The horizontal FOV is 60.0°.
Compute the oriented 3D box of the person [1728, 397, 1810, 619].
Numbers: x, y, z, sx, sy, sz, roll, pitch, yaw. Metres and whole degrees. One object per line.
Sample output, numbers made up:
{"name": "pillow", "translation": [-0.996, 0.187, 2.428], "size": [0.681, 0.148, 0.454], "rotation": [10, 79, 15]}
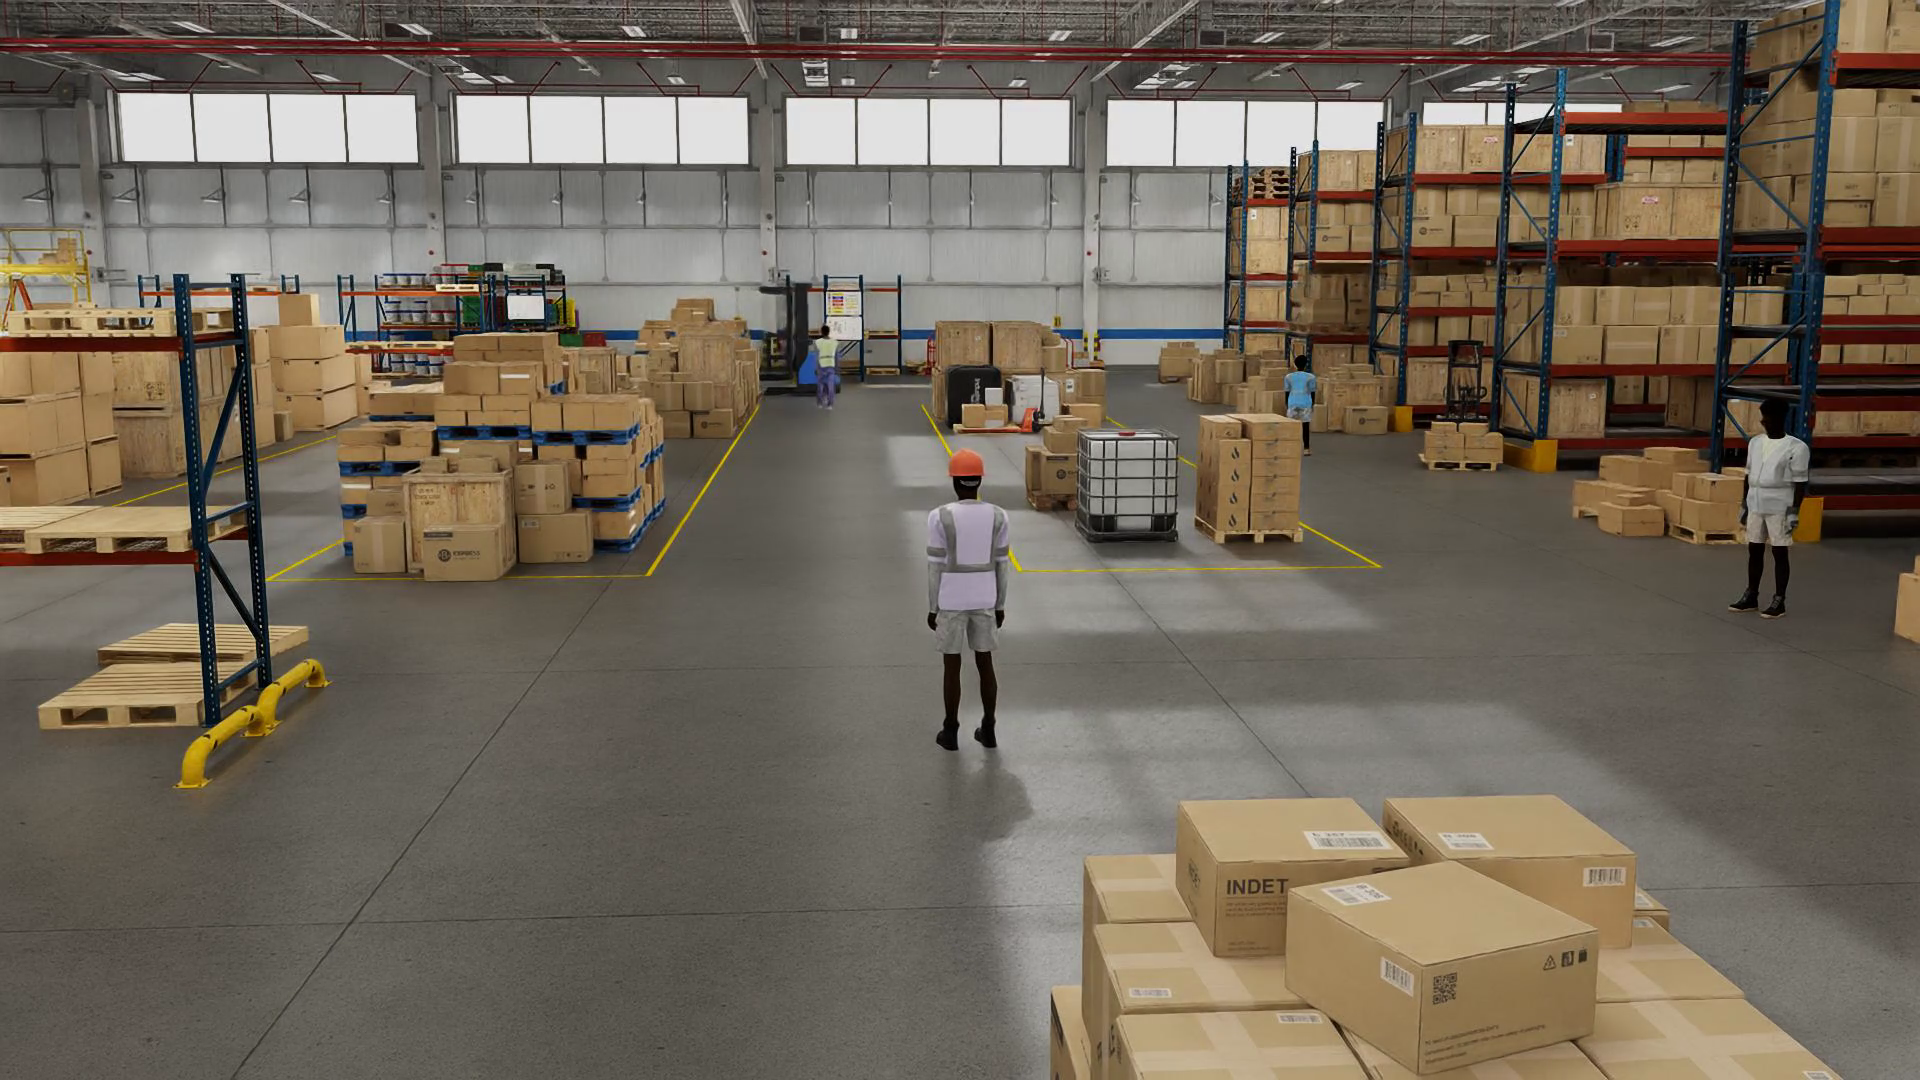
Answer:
{"name": "person", "translation": [7.163, -0.286, 14.711], "size": [0.374, 1.959, 0.603], "rotation": [-4, 10, -26]}

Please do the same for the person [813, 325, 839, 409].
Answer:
{"name": "person", "translation": [-3.068, -3.918, 37.722], "size": [0.619, 1.881, 0.921], "rotation": [-4, 10, -22]}

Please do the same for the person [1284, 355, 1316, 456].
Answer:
{"name": "person", "translation": [5.692, -2.246, 27.840], "size": [0.534, 1.697, 0.318], "rotation": [3, 10, 19]}

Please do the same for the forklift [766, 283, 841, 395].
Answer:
{"name": "forklift", "translation": [-3.954, -5.071, 41.868], "size": [1.873, 2.768, 1.129], "rotation": [-1, 9, -4]}

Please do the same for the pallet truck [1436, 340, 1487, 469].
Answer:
{"name": "pallet truck", "translation": [8.004, -2.170, 26.422], "size": [0.823, 1.965, 1.885], "rotation": [2, 9, 14]}

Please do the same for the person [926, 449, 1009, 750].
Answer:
{"name": "person", "translation": [0.040, 0.381, 10.639], "size": [0.539, 1.929, 0.388], "rotation": [-3, 10, -20]}
